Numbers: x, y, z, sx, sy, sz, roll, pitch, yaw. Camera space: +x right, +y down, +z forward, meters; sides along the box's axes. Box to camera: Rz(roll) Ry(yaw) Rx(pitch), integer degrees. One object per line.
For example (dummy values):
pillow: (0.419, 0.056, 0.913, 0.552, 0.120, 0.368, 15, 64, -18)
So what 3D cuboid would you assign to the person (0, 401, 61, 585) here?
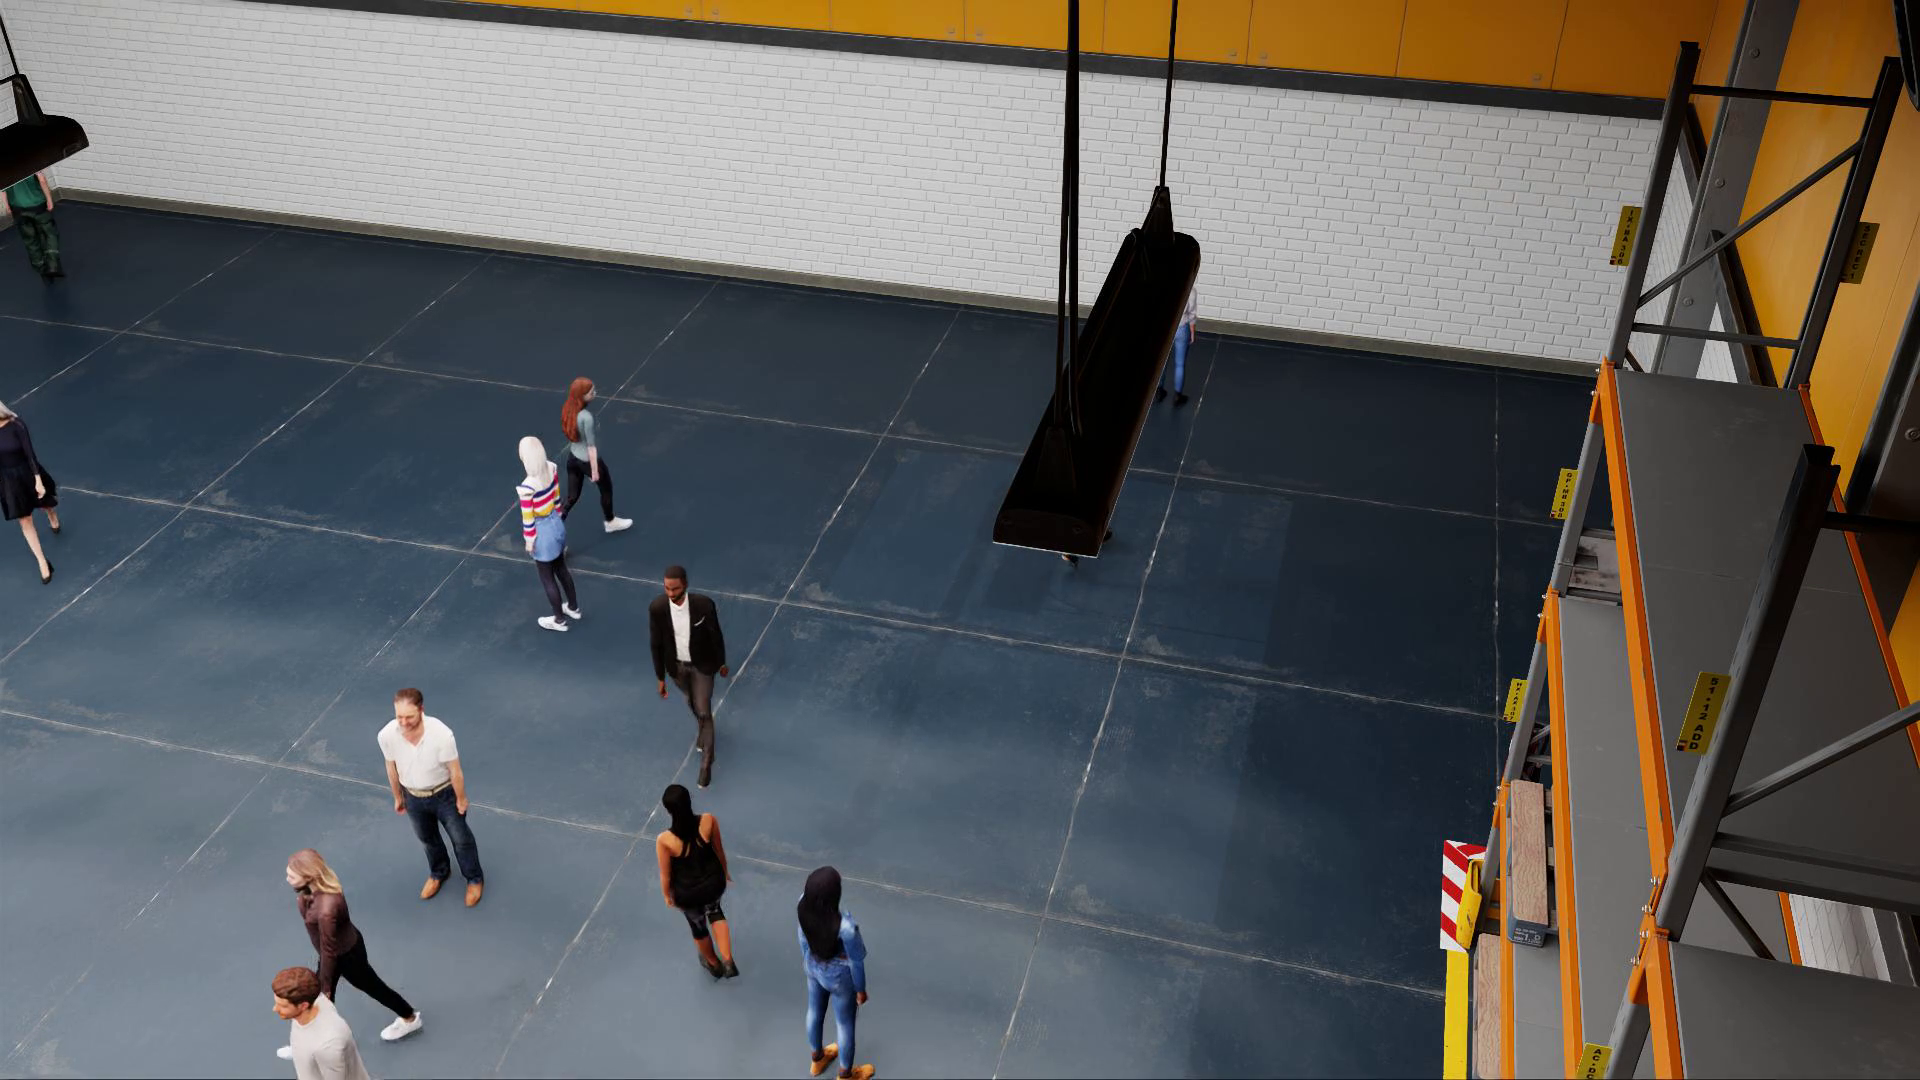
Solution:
person: (-8.162, -0.535, 14.521, 1.010, 1.701, 1.226, -11, 35, -16)

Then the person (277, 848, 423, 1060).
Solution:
person: (-3.626, 2.476, 10.031, 1.130, 1.656, 1.081, -17, 37, -23)

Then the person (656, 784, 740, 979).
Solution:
person: (-1.619, 2.211, 10.431, 0.800, 1.655, 0.858, -17, 37, -23)

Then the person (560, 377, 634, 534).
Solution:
person: (-3.370, -0.635, 14.672, 1.039, 1.700, 1.217, 28, 43, 36)

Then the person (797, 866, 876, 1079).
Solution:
person: (-0.763, 2.573, 9.835, 0.679, 1.712, 0.656, 24, 40, 31)

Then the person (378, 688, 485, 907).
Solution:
person: (-3.506, 1.669, 11.077, 0.677, 1.843, 0.631, 6, 34, 9)

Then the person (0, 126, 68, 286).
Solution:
person: (-10.836, -3.851, 19.342, 0.867, 1.887, 0.923, -12, 35, -17)

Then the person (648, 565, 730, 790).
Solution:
person: (-1.984, 0.871, 12.346, 0.766, 1.767, 1.073, 2, 34, 4)

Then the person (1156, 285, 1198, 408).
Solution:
person: (2.196, -2.152, 17.016, 0.662, 1.631, 0.613, 19, 38, 26)

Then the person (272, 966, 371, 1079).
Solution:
person: (-3.314, 2.975, 9.070, 0.782, 1.890, 0.762, -28, 42, -35)

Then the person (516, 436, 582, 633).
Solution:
person: (-3.398, -0.056, 13.705, 0.717, 1.807, 0.471, 11, 35, 16)
